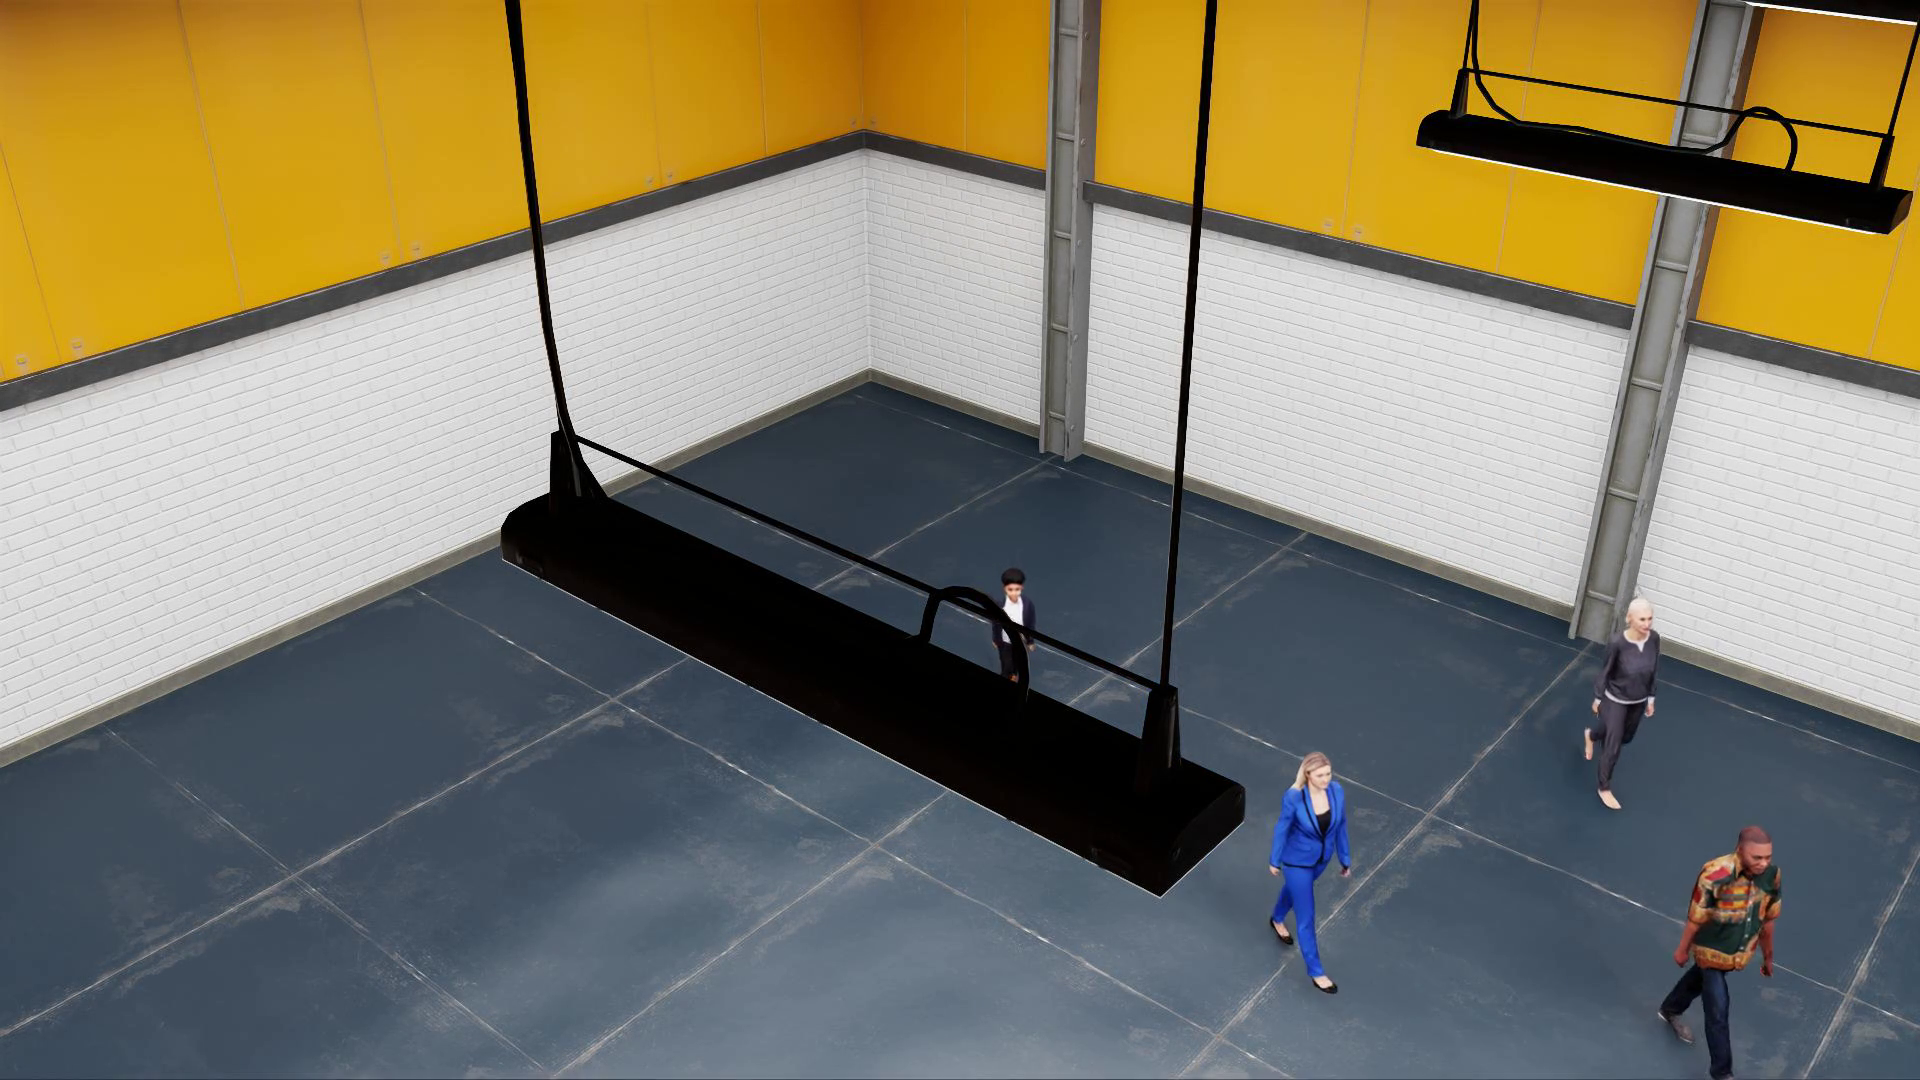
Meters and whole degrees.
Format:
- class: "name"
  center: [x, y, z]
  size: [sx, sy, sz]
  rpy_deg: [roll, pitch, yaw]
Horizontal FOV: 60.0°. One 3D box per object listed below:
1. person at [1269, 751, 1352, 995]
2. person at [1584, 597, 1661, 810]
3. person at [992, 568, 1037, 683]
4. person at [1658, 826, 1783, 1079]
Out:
- class: "person"
  center: [2.242, 2.073, 11.019]
  size: [0.974, 1.656, 1.205]
  rpy_deg: [-12, 31, -20]
- class: "person"
  center: [5.017, 1.149, 12.662]
  size: [0.944, 1.704, 1.072]
  rpy_deg: [-7, 29, -12]
- class: "person"
  center: [0.440, 0.765, 13.891]
  size: [0.793, 1.202, 0.863]
  rpy_deg: [-4, 29, -6]
- class: "person"
  center: [4.633, 2.441, 10.235]
  size: [1.116, 1.761, 1.256]
  rpy_deg: [-7, 29, -12]
